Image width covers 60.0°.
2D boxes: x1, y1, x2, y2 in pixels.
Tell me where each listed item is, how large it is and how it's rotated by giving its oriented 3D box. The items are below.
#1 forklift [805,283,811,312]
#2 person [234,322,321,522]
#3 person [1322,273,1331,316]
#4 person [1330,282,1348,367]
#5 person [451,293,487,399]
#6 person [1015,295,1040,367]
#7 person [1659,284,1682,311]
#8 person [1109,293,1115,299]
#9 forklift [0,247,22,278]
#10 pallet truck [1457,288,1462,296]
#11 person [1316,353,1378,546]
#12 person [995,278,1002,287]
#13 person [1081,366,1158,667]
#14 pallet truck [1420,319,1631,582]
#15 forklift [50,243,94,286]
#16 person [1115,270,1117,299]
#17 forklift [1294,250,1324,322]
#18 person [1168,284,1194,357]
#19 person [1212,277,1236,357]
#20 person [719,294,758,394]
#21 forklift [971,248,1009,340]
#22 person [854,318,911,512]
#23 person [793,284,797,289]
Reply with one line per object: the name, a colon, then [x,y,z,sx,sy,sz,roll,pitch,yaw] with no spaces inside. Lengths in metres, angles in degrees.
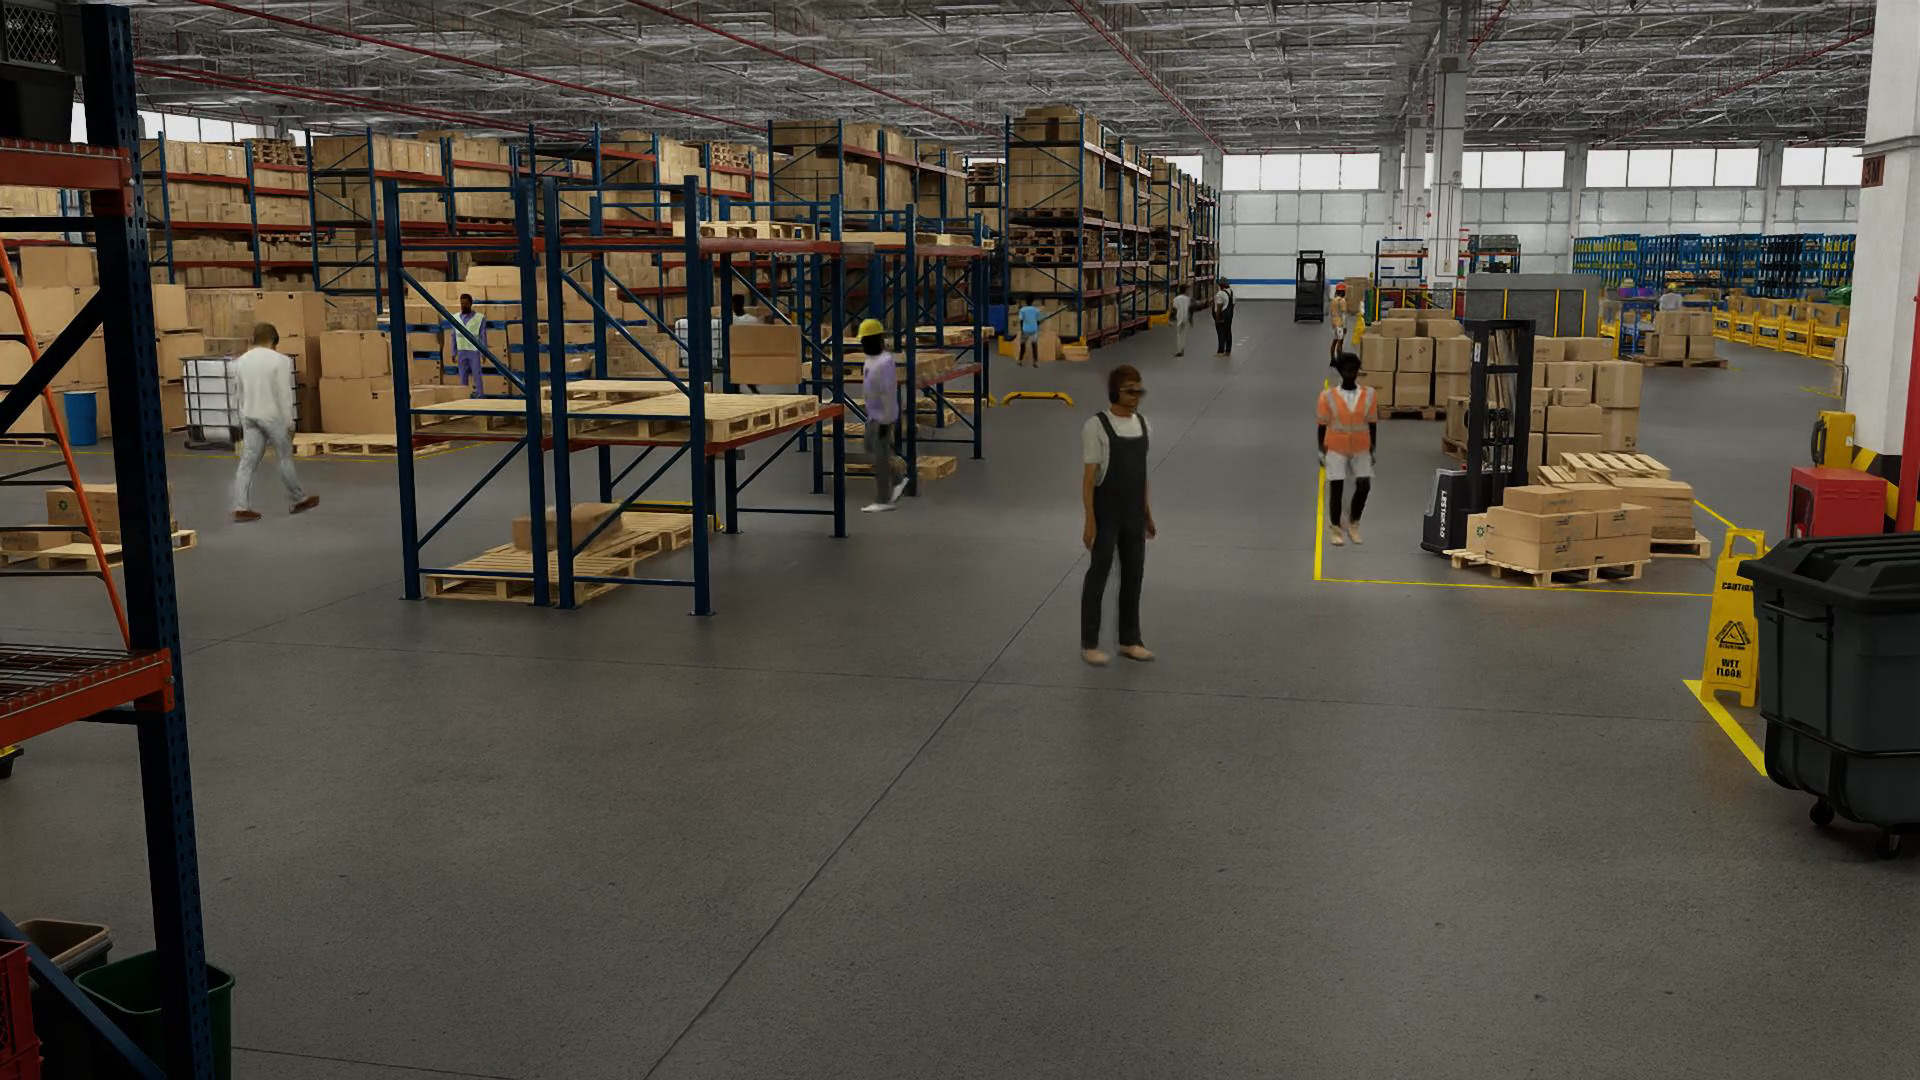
forklift: [-6.808,-11.978,77.135,1.129,2.768,1.873,2,10,12]
person: [-6.622,-1.133,15.895,0.644,1.878,1.003,3,10,19]
person: [15.744,-10.611,71.985,0.651,1.882,1.015,5,11,29]
person: [8.738,-4.947,38.279,0.354,1.942,0.545,-4,10,-21]
person: [-8.044,-3.075,27.261,0.596,1.917,0.380,1,10,6]
person: [1.579,-4.820,38.366,0.552,1.648,0.868,-3,10,-20]
person: [20.078,-6.351,47.066,0.618,1.780,0.949,2,10,13]
person: [5.562,-8.465,60.121,0.796,1.598,0.506,2,10,10]
forklift: [-27.066,-6.980,47.537,1.129,2.768,1.873,2,10,12]
pallet truck: [20.506,-9.785,68.819,0.653,1.274,1.630,2,10,12]
person: [3.326,-0.767,14.290,0.547,1.678,0.437,0,10,1]
person: [1.262,-7.428,53.152,0.665,1.884,0.677,3,10,19]
person: [0.979,-0.140,10.157,0.577,1.832,0.397,-7,12,-35]
pallet truck: [4.543,-0.757,13.299,0.823,1.965,1.885,-4,10,-22]
forklift: [-19.899,-5.284,37.494,1.873,2.768,1.129,2,10,12]
person: [8.623,-13.858,91.094,0.619,1.926,0.679,-1,10,-6]
forklift: [13.778,-10.002,65.433,1.129,2.768,1.873,2,10,12]
person: [5.630,-5.578,42.313,0.674,1.838,0.494,-3,10,-16]
person: [6.680,-5.696,42.416,0.536,2.000,0.688,9,13,42]
person: [-3.531,-2.997,26.762,0.637,1.930,0.568,6,11,31]
forklift: [1.018,-7.497,50.601,1.129,2.768,1.873,2,10,12]
person: [-0.762,-1.223,16.359,0.513,1.907,0.609,-5,11,-26]
person: [-7.597,-11.746,78.600,0.570,1.915,0.456,0,10,-1]
